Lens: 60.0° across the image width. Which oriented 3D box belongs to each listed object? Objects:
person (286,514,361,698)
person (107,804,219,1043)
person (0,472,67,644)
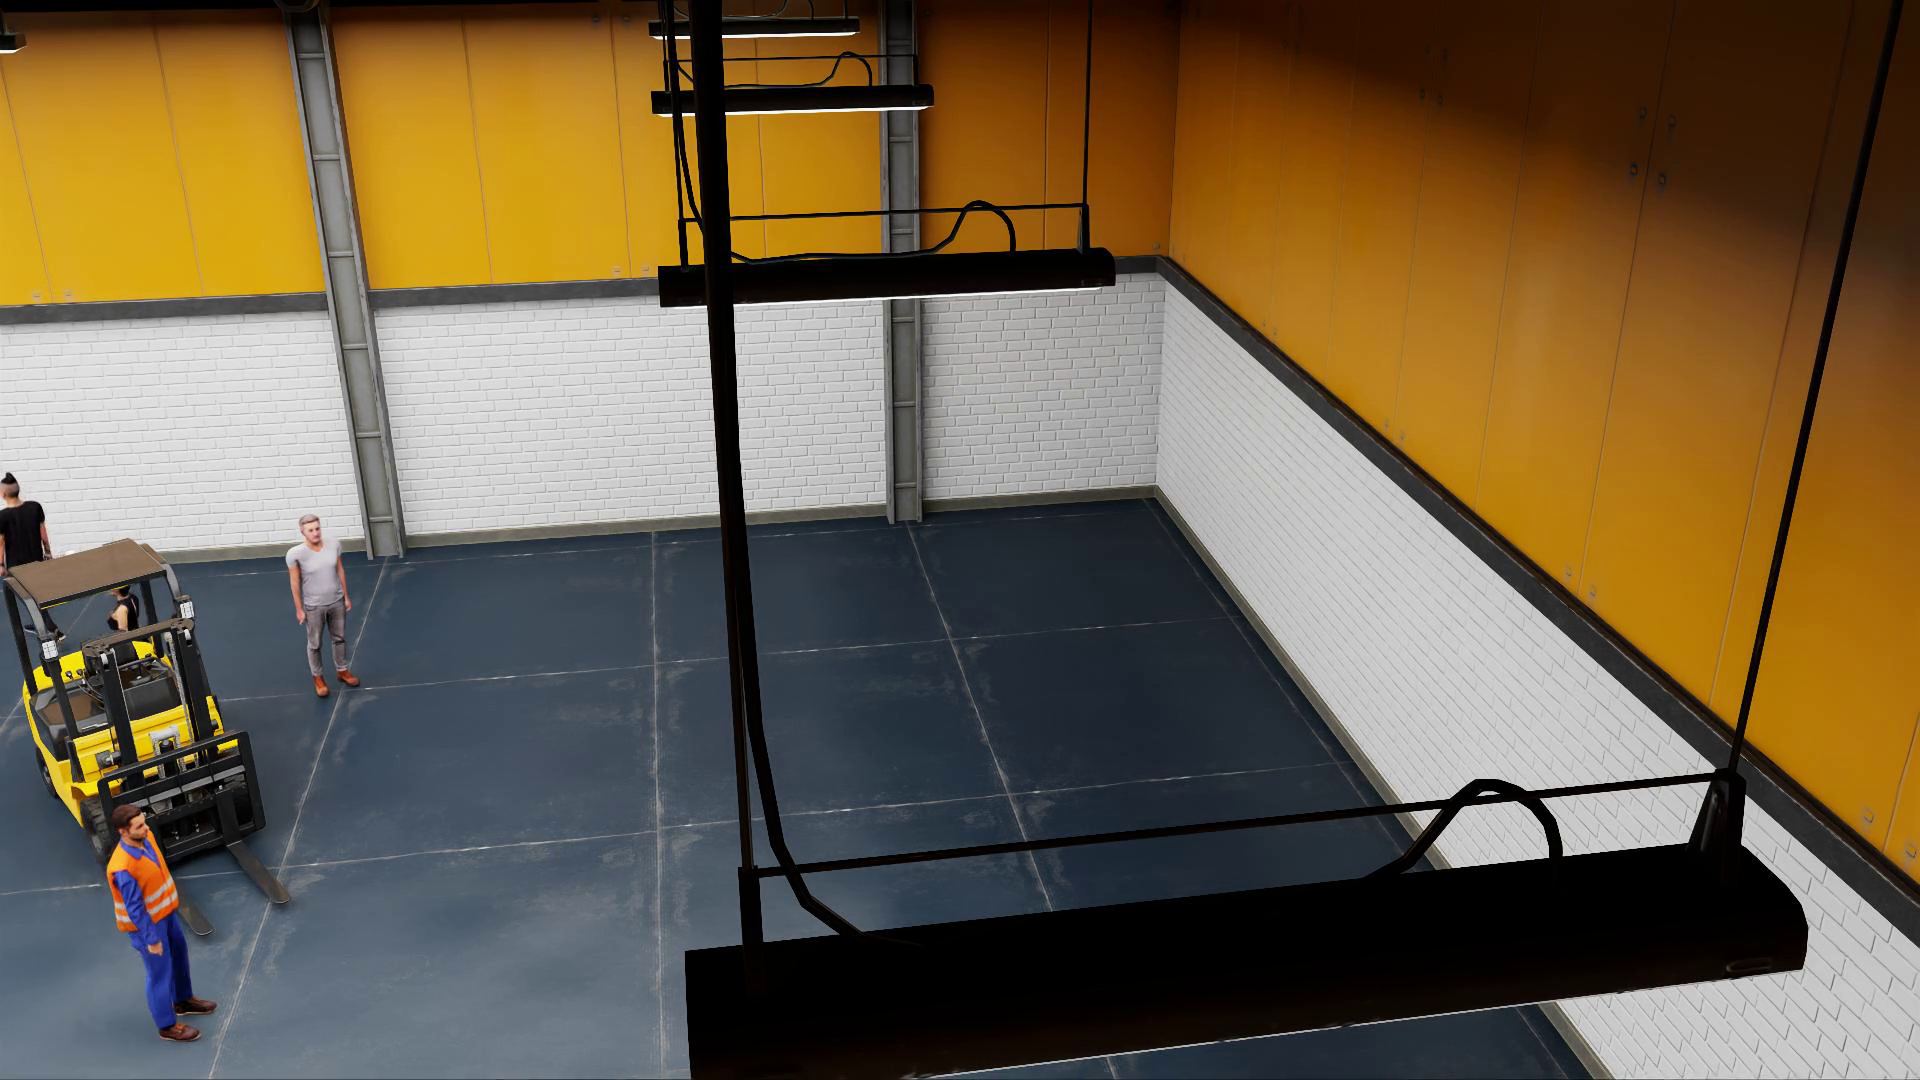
[{"bbox_3d":[-6.075,0.583,15.850,0.823,1.828,0.712,21,31,39],"label":"person"},{"bbox_3d":[-5.517,2.575,11.255,0.674,1.859,0.749,-2,24,-5],"label":"person"},{"bbox_3d":[-9.339,0.207,16.682,1.134,1.851,1.034,11,26,24],"label":"person"}]
